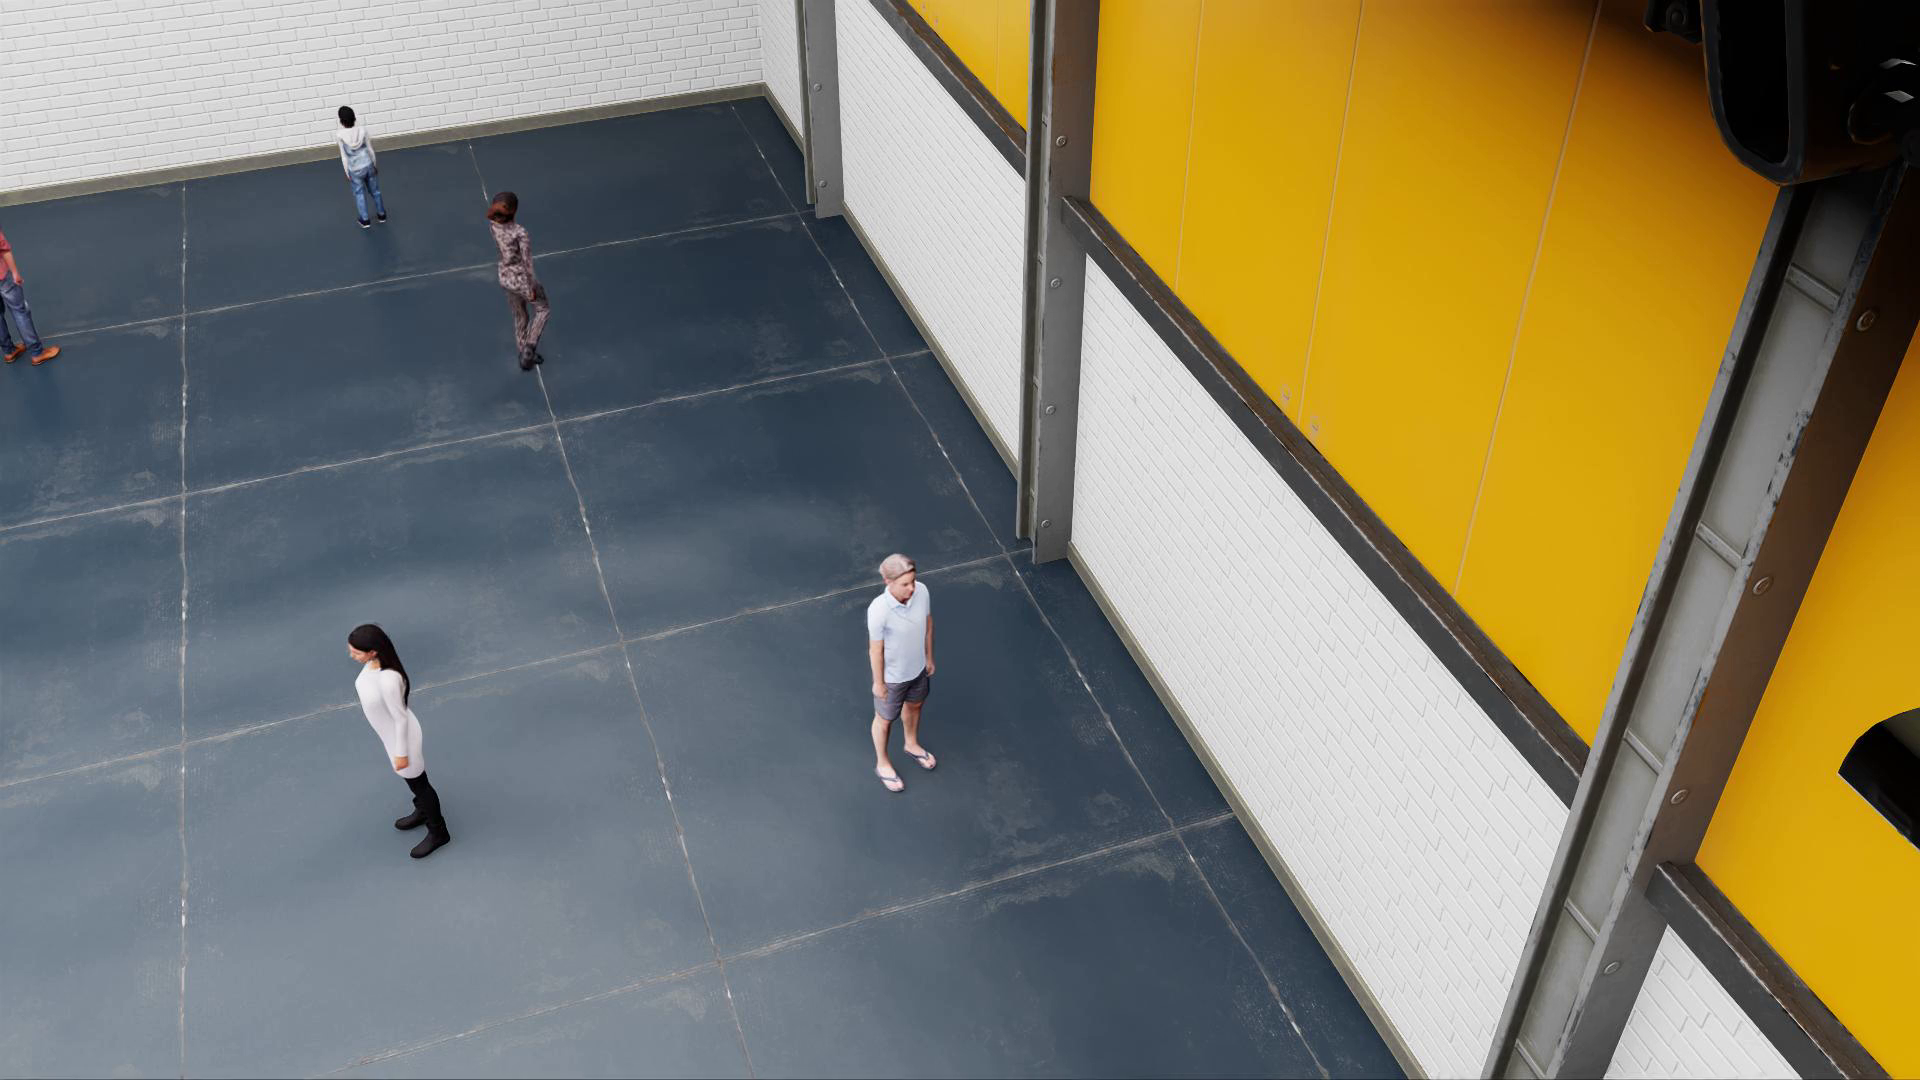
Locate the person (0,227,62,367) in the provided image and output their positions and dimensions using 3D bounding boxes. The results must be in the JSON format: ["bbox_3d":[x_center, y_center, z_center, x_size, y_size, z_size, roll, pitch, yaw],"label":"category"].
[{"bbox_3d":[-8.481,-2.376,14.552,0.760,1.829,0.753,7,39,9],"label":"person"}]

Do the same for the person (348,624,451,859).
[{"bbox_3d":[-3.398,1.187,10.106,0.706,1.810,0.526,-20,43,-24],"label":"person"}]

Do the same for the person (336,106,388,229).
[{"bbox_3d":[-6.053,-3.770,16.753,0.524,1.260,0.540,-22,44,-25],"label":"person"}]

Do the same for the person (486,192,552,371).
[{"bbox_3d":[-3.886,-2.200,14.434,0.733,1.702,0.793,17,42,20],"label":"person"}]

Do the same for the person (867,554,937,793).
[{"bbox_3d":[-0.391,0.797,10.577,0.701,1.832,0.680,-28,47,-31],"label":"person"}]
